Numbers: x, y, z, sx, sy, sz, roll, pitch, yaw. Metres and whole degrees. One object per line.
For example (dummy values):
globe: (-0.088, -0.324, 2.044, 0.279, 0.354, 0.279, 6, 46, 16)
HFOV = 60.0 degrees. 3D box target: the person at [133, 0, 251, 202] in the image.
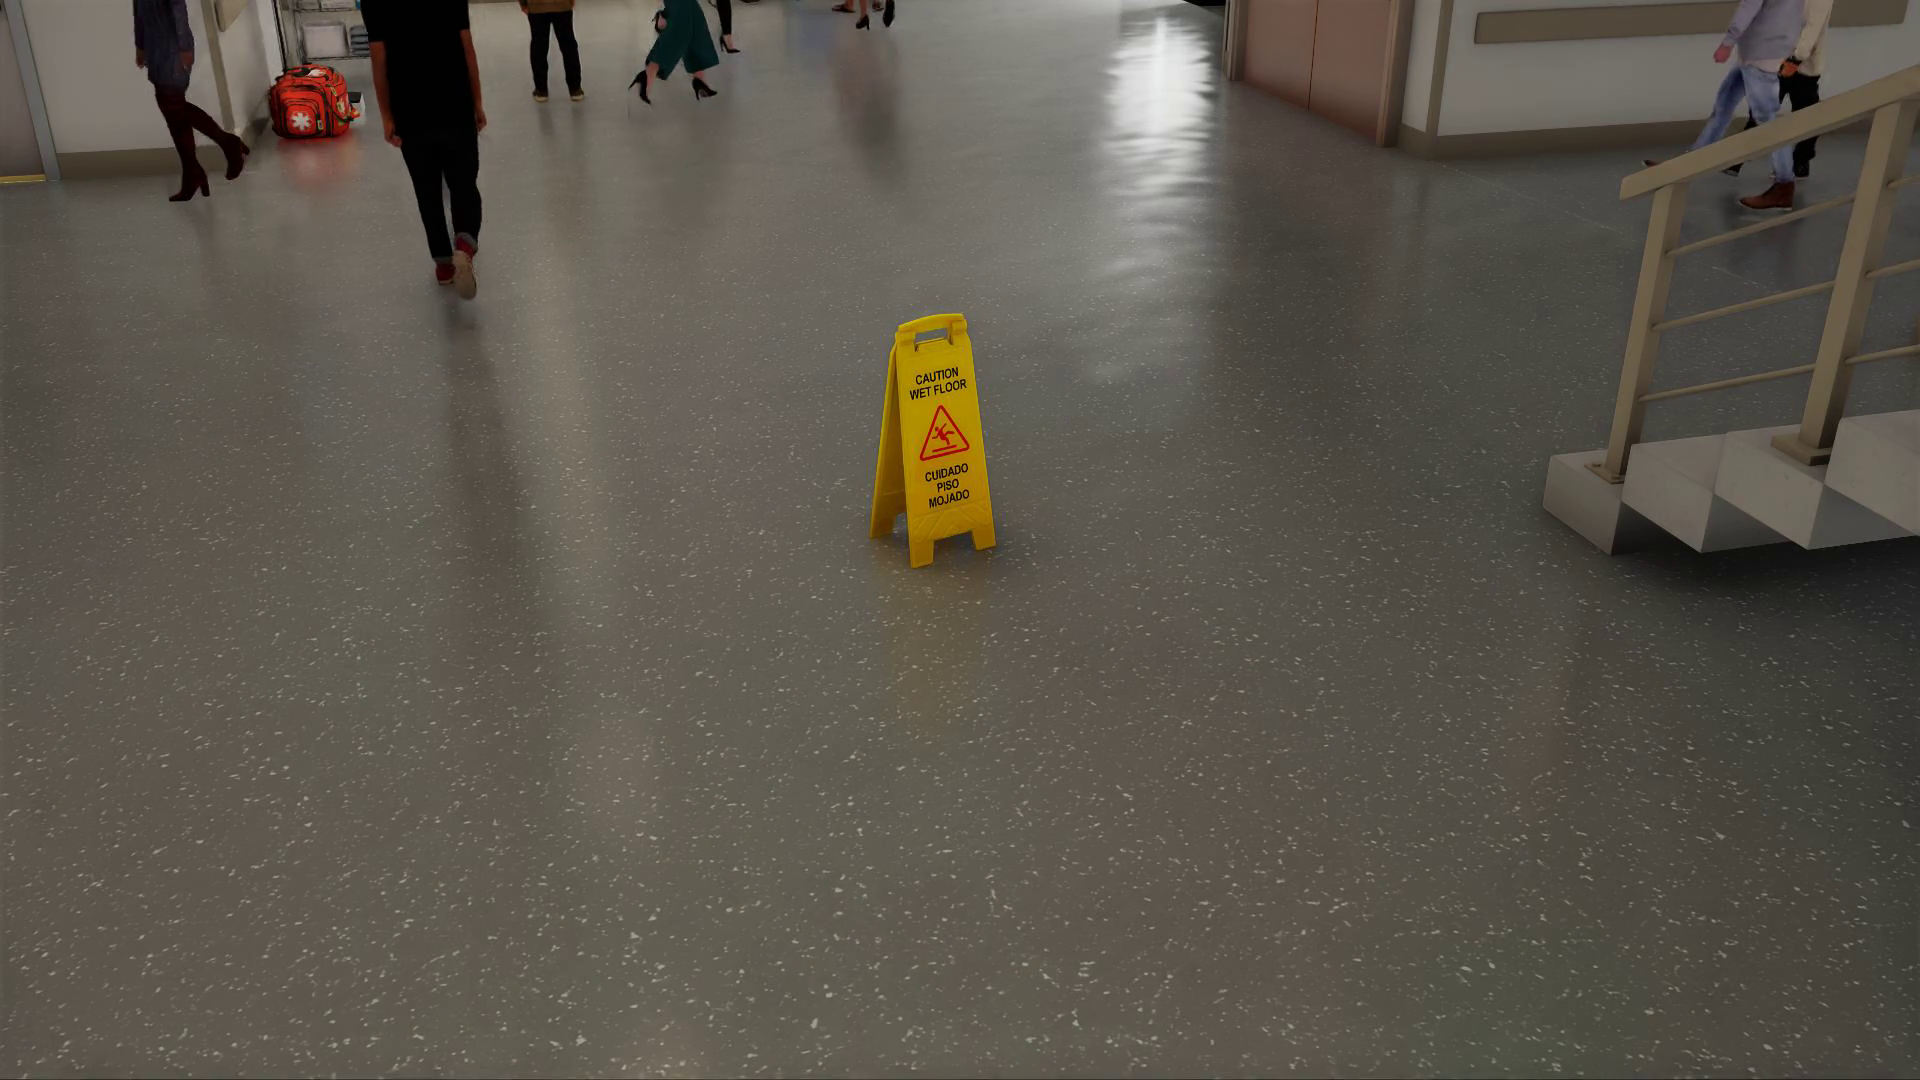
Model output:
person: (-4.396, -2.783, 9.403, 0.783, 1.700, 0.820, 23, 34, 39)

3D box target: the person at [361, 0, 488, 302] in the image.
person: (-2.417, -1.958, 7.645, 0.623, 1.739, 1.011, -7, 27, -15)

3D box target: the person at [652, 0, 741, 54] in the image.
person: (-2.219, -4.880, 13.769, 1.056, 1.685, 1.033, 12, 28, 24)

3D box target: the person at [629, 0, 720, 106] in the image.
person: (-2.054, -3.872, 11.653, 1.120, 1.706, 1.077, 20, 32, 36)

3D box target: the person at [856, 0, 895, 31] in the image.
person: (-0.765, -5.338, 14.757, 0.773, 1.651, 0.994, -11, 28, -22)

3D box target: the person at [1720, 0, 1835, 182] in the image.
person: (4.976, -2.809, 9.767, 0.668, 1.430, 0.780, -5, 26, -10)

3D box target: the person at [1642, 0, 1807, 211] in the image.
person: (4.482, -2.688, 9.093, 1.230, 1.797, 1.106, 19, 31, 34)

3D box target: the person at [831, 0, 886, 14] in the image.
person: (-1.051, -5.856, 15.976, 0.885, 1.525, 0.735, -9, 27, -17)

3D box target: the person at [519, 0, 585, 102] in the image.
person: (-2.997, -3.947, 12.105, 0.588, 1.450, 0.552, -5, 26, -10)
